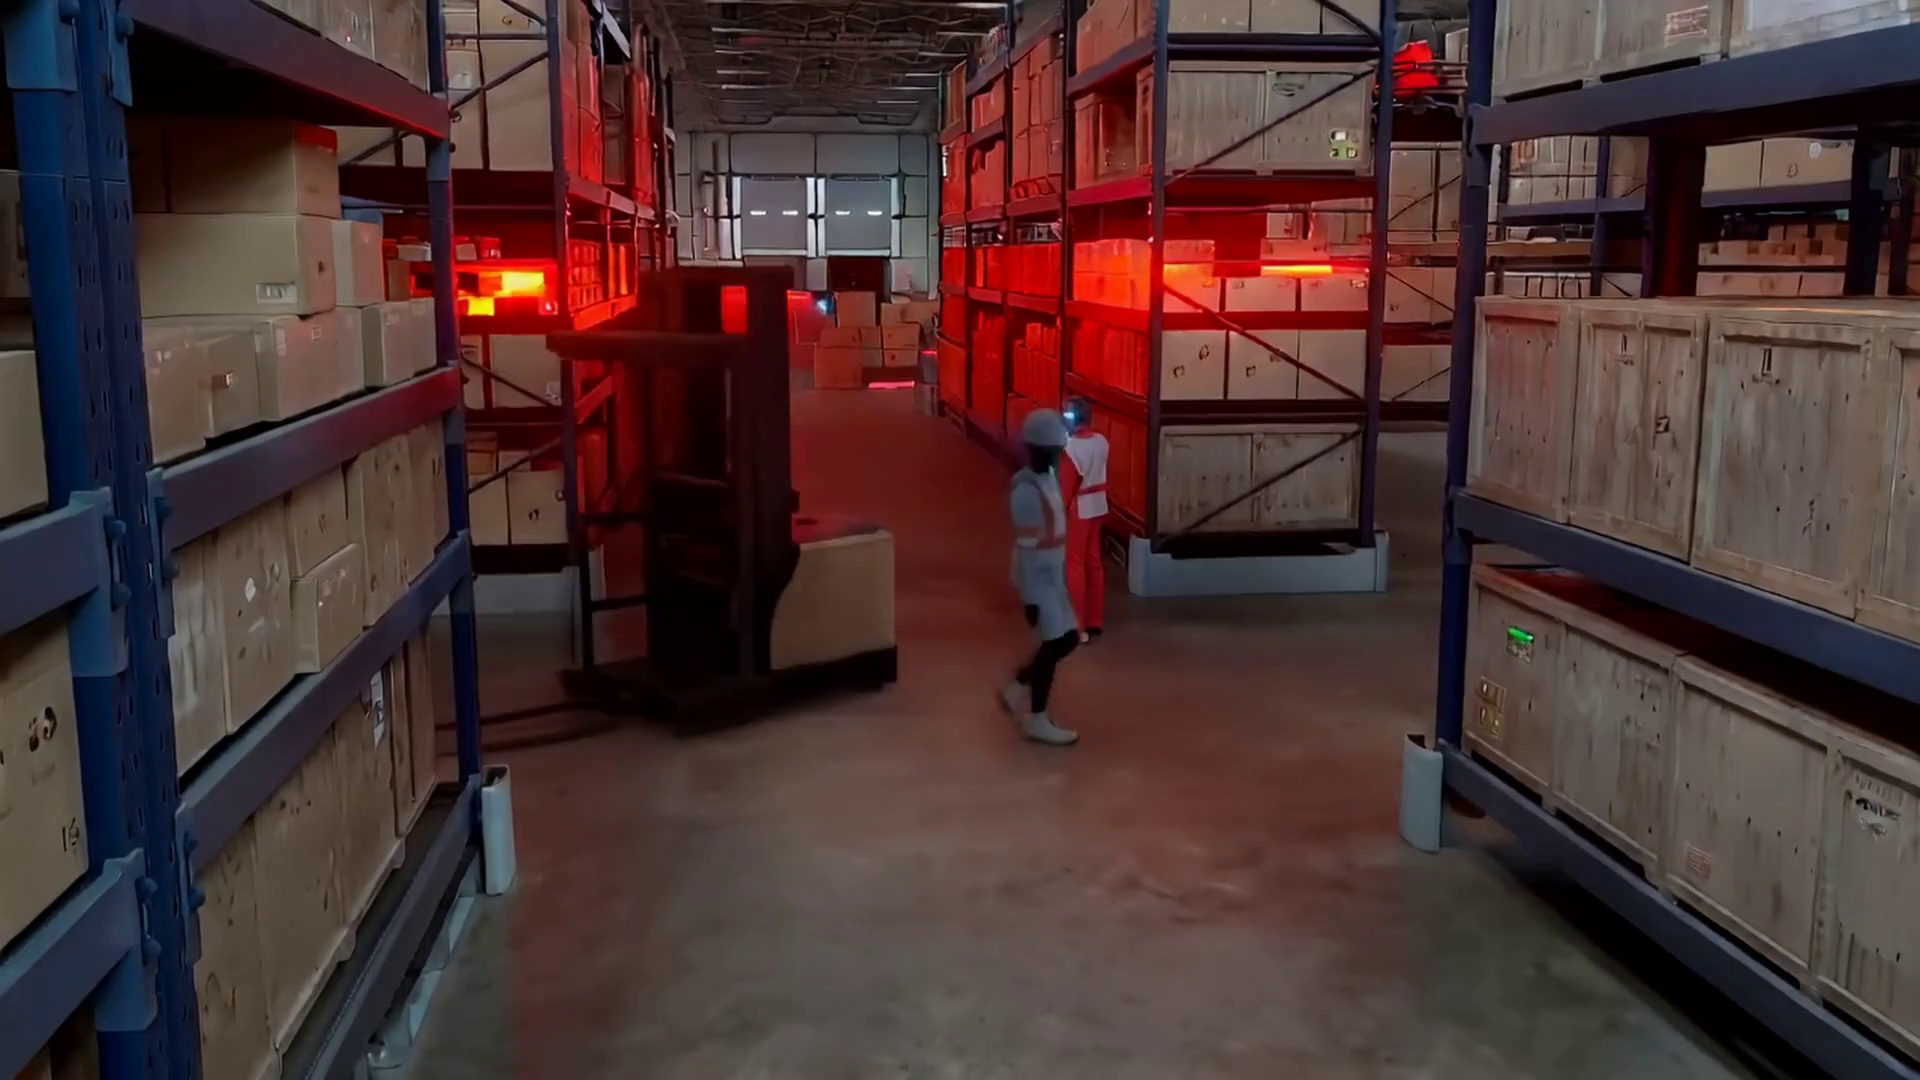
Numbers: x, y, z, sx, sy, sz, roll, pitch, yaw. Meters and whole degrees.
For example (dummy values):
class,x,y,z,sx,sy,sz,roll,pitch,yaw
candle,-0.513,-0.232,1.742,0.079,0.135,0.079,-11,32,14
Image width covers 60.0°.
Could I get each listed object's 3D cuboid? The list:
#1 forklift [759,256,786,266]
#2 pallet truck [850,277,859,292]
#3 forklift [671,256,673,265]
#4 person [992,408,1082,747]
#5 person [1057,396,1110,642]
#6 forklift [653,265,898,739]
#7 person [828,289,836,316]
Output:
class,x,y,z,sx,sy,sz,roll,pitch,yaw
forklift,-6.855,-9.006,60.996,1.129,2.768,1.873,-5,11,-26
pallet truck,-3.782,-9.391,65.808,1.885,1.965,0.823,2,10,10
forklift,-10.987,-9.066,61.344,1.129,2.768,1.873,-1,10,-7
person,0.491,0.228,9.731,0.460,2.011,0.628,2,10,14
person,0.917,-0.156,12.480,0.383,1.845,0.570,7,12,37
forklift,-1.421,-0.354,10.628,1.873,2.768,1.129,-9,13,-41
person,-4.747,-8.628,62.528,0.525,1.590,0.858,3,10,16
